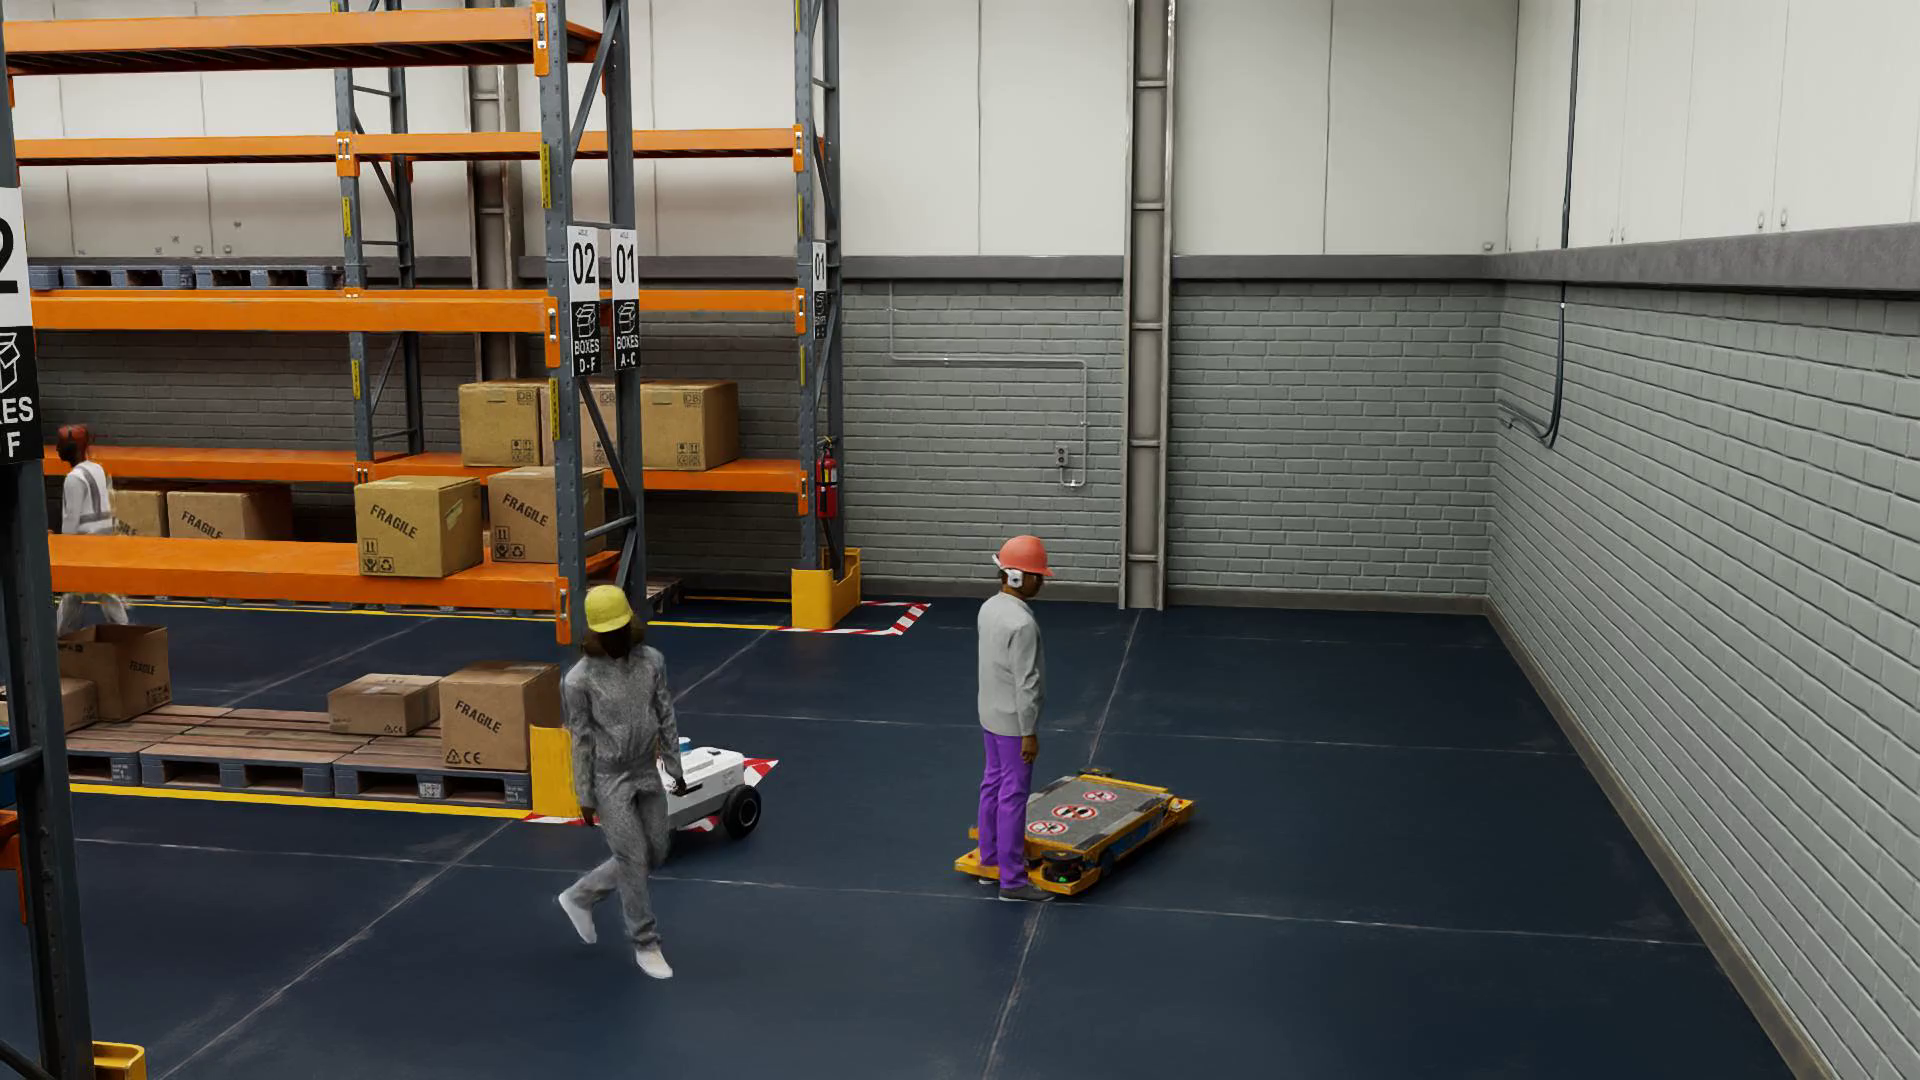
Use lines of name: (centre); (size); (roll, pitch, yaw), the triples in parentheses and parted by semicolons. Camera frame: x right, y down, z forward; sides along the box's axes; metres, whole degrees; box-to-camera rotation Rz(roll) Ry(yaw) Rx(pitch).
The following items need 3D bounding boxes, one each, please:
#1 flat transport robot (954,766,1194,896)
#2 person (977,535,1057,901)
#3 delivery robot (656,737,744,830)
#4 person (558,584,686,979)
flat transport robot: (0.622, 1.475, 8.605); (0.652, 0.197, 1.431); (5, 11, 31)
person: (0.272, 0.842, 7.972); (0.347, 1.743, 0.563); (-3, 10, -18)
delivery robot: (-1.451, 1.275, 8.678); (0.477, 0.478, 0.707); (6, 11, 31)
person: (-1.457, 1.005, 7.090); (0.582, 1.707, 0.524); (7, 11, 37)
